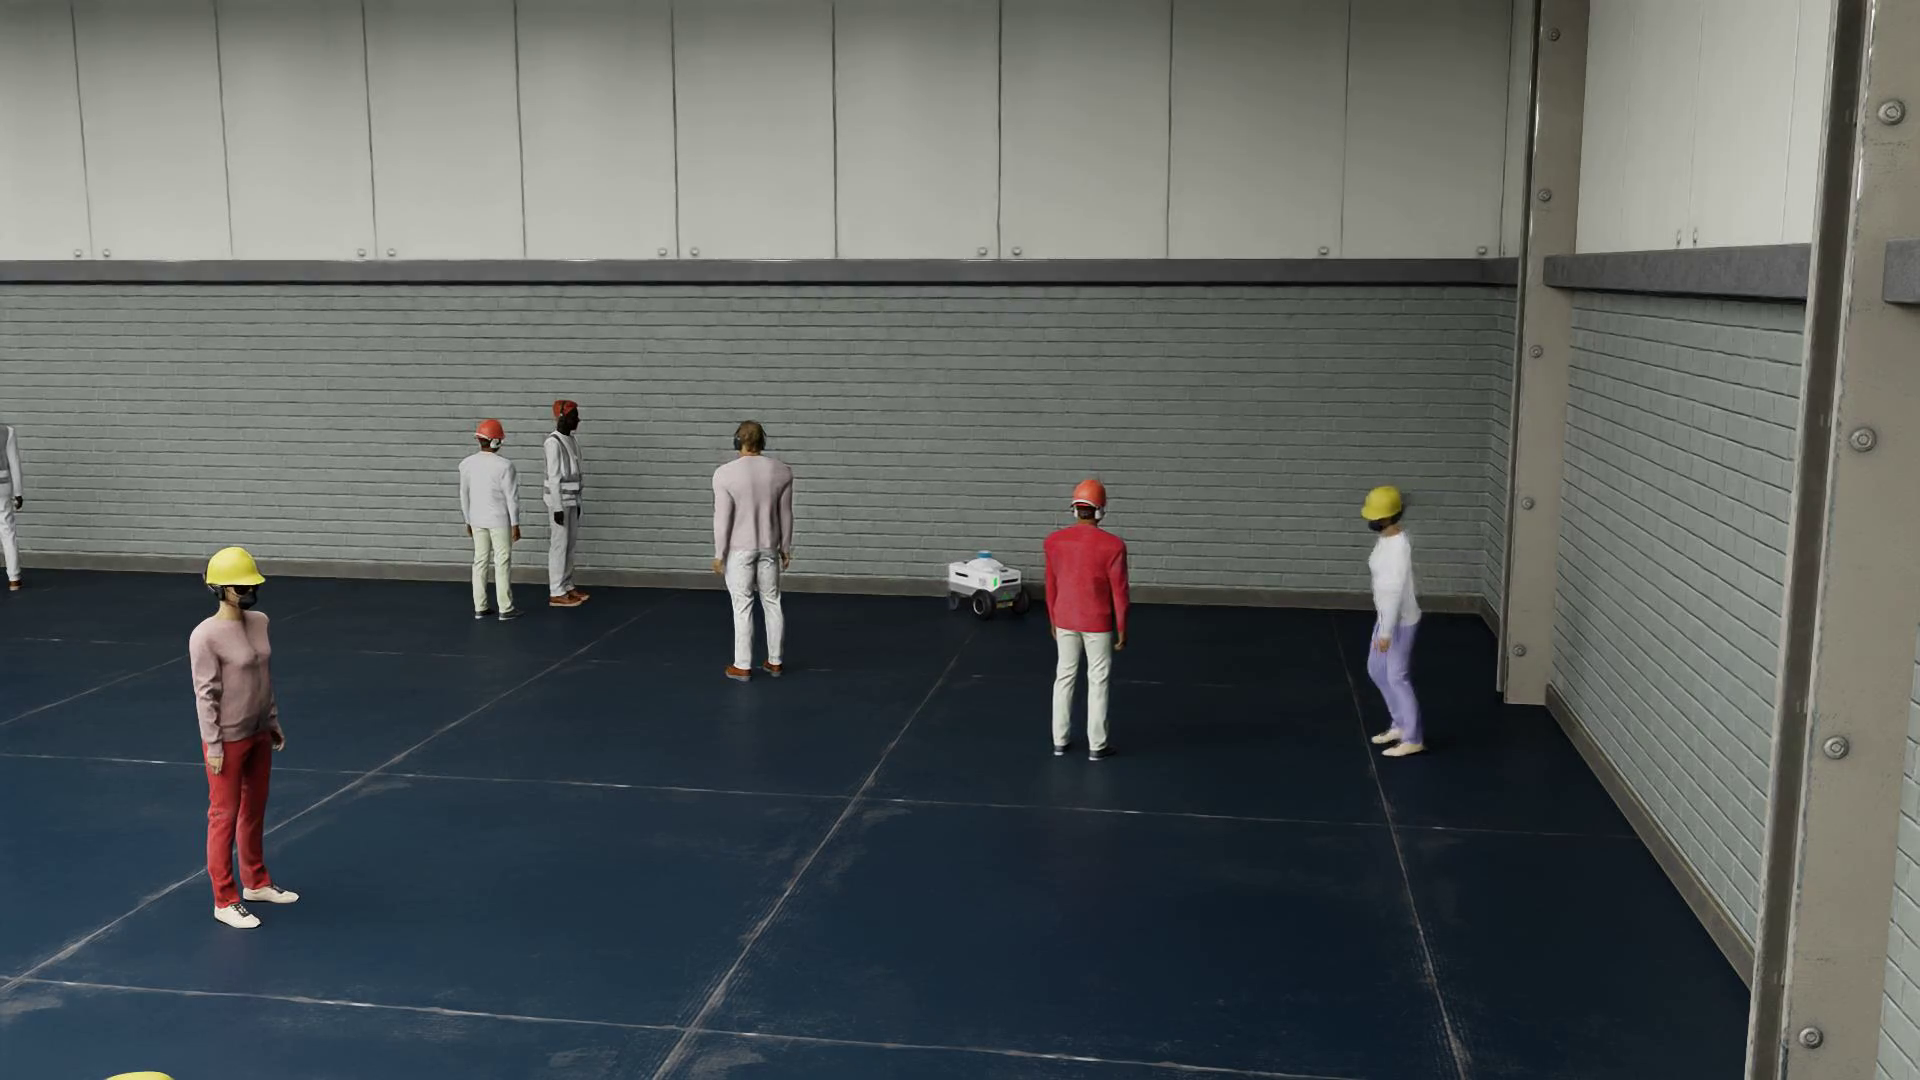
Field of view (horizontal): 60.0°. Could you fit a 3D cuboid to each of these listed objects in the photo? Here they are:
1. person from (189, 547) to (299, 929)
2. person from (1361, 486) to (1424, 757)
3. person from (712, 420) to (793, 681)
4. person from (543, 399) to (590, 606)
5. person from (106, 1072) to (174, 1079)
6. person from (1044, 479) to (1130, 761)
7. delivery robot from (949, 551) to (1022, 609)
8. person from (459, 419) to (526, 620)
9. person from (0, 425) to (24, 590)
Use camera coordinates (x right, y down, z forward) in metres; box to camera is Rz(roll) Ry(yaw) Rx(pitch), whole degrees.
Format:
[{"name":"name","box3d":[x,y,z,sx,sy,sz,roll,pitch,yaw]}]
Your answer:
[{"name":"person","box3d":[-3.343,0.906,7.758,0.314,1.768,0.527,2,9,10]},{"name":"person","box3d":[2.682,0.507,10.315,0.494,1.723,0.545,0,9,2]},{"name":"person","box3d":[-1.538,0.077,12.336,0.637,1.938,0.355,-6,11,-31]},{"name":"person","box3d":[-3.585,-0.336,15.091,0.351,1.878,0.569,1,9,8]},{"name":"person","box3d":[-1.248,1.704,2.626,0.404,1.833,0.593,-2,9,-12]},{"name":"person","box3d":[0.802,0.489,10.384,0.566,1.744,0.353,5,10,28]},{"name":"delivery robot","box3d":[0.219,0.336,14.685,0.477,0.478,0.707,-6,11,-37]},{"name":"person","box3d":[-4.065,-0.179,14.484,0.573,1.749,0.332,3,10,20]},{"name":"person","box3d":[-9.158,-0.438,15.677,0.574,1.887,0.356,-6,11,-34]}]
